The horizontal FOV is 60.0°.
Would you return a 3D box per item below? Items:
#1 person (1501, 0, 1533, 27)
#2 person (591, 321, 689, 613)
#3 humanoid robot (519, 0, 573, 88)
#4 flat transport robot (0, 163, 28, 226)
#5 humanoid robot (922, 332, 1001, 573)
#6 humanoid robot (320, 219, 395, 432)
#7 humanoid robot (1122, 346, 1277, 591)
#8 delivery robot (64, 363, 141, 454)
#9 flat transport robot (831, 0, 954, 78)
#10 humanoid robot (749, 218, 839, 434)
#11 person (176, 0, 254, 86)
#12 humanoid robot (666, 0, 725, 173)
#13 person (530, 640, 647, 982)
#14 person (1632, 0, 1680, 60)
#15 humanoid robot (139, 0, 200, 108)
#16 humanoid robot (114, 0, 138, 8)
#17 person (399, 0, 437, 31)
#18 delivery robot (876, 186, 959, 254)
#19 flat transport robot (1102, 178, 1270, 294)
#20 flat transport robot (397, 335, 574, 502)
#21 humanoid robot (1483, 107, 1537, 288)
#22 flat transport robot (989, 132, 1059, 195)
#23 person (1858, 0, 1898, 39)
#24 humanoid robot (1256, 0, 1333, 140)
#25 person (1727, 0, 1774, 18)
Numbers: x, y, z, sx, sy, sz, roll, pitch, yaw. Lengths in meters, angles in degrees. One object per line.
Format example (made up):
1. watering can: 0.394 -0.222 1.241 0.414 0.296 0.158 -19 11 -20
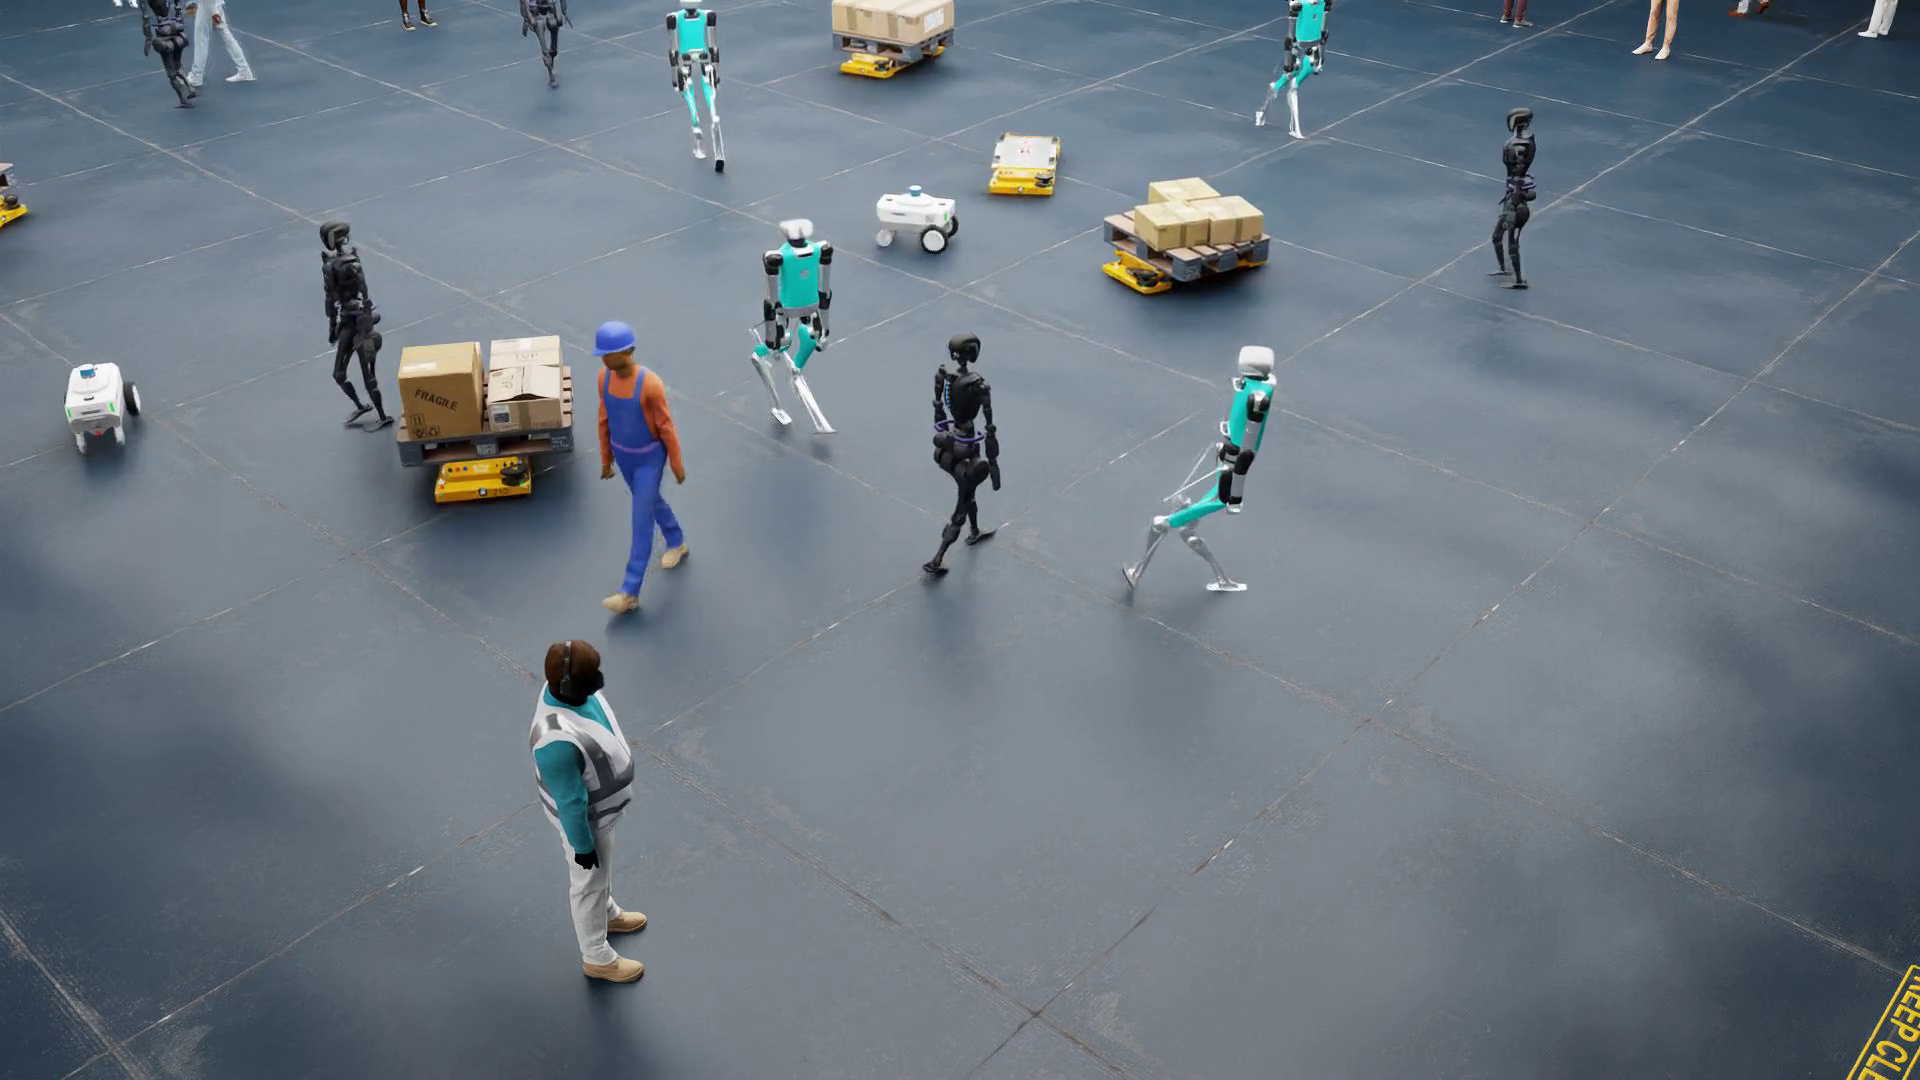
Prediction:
1. person: 7.610 -7.827 22.302 0.381 1.805 0.550 -13 34 -20
2. person: -2.052 -0.506 10.471 0.540 1.843 0.995 15 35 23
3. humanoid robot: -5.035 -6.367 20.138 0.609 1.638 0.821 -15 35 -23
4. flat transport robot: -10.058 -3.244 16.378 1.431 0.231 0.659 7 33 11
5. humanoid robot: -0.006 -0.580 10.800 0.762 1.639 0.600 -25 40 -34
6. humanoid robot: -4.503 -1.578 12.362 0.585 1.652 0.341 23 39 32
7. humanoid robot: 1.434 -0.399 10.432 0.949 1.777 0.551 2 32 4
8. delivery robot: -6.526 -1.042 12.577 0.499 0.612 0.805 -11 34 -18
9. flat transport robot: -0.850 -6.149 21.056 0.659 0.231 1.431 17 36 26
10. humanoid robot: -1.258 -1.582 12.288 0.549 1.733 0.959 -18 36 -27
11. person: -9.122 -6.399 19.949 0.908 1.866 0.591 -8 33 -12
12. humanoid robot: -2.689 -4.738 17.403 0.542 1.765 0.956 -11 34 -17
13. person: -1.700 1.231 7.684 0.429 1.840 0.636 -2 32 -4
14. person: 8.930 -7.020 20.937 0.350 1.872 0.533 -22 38 -31
15. humanoid robot: -9.174 -5.828 19.208 0.325 1.653 0.593 13 34 19
16. humanoid robot: -11.859 -8.285 23.129 0.542 1.822 0.688 -18 36 -26
17. person: -7.352 -7.827 22.151 0.606 1.965 0.369 -26 40 -35
18. delivery robot: -0.396 -3.055 15.820 0.812 0.614 0.499 7 33 11
19. flat transport robot: 2.076 -2.589 15.323 1.431 0.231 0.659 -19 36 -27
20. flat transport robot: -3.466 -0.734 12.335 0.659 0.231 1.431 -6 32 -10
21. humanoid robot: 4.925 -3.010 14.677 0.431 1.643 0.589 5 32 8
22. flat transport robot: 0.686 -3.974 17.554 0.659 0.231 1.431 3 32 5
23. person: 12.210 -7.425 21.812 0.514 1.636 0.313 -15 35 -22
24. humanoid robot: 3.633 -5.319 18.389 0.556 1.845 0.849 -14 35 -21
25. person: 10.882 -8.028 22.614 0.533 1.815 0.484 -22 38 -32
